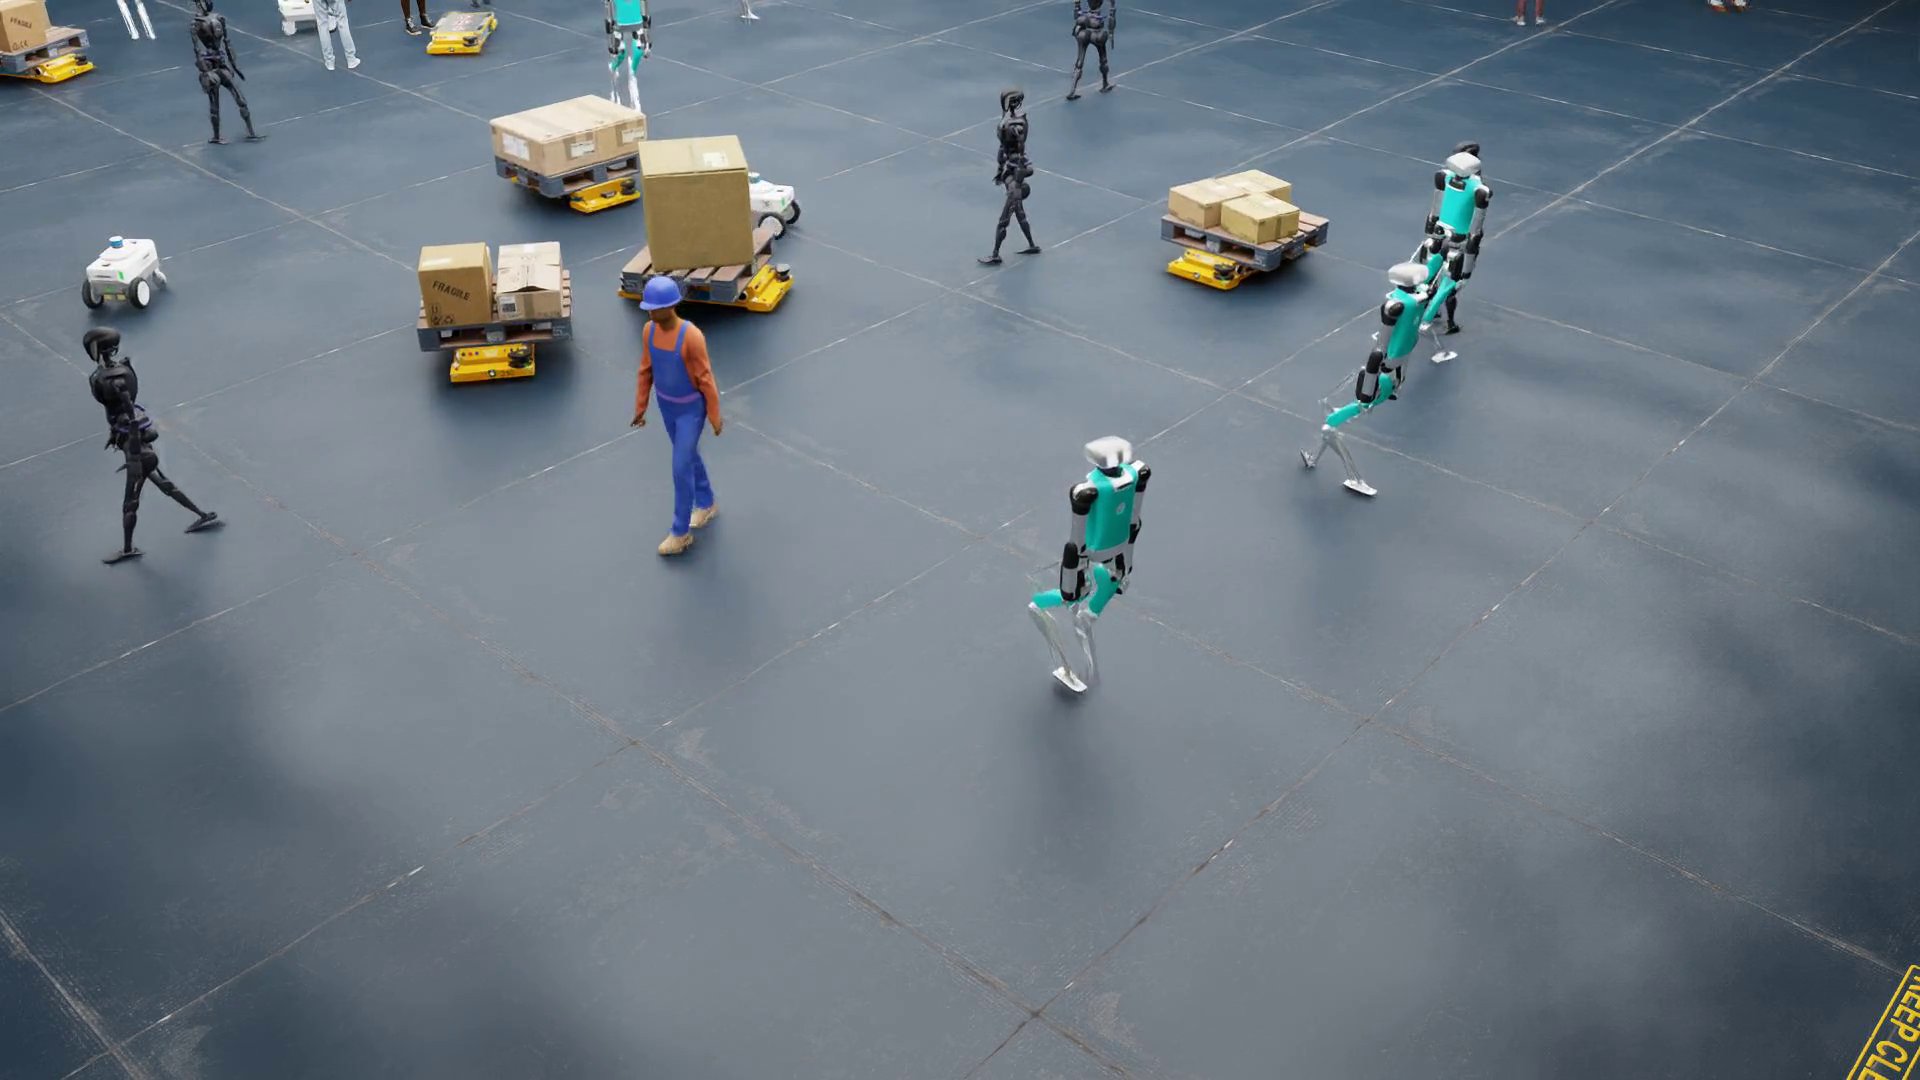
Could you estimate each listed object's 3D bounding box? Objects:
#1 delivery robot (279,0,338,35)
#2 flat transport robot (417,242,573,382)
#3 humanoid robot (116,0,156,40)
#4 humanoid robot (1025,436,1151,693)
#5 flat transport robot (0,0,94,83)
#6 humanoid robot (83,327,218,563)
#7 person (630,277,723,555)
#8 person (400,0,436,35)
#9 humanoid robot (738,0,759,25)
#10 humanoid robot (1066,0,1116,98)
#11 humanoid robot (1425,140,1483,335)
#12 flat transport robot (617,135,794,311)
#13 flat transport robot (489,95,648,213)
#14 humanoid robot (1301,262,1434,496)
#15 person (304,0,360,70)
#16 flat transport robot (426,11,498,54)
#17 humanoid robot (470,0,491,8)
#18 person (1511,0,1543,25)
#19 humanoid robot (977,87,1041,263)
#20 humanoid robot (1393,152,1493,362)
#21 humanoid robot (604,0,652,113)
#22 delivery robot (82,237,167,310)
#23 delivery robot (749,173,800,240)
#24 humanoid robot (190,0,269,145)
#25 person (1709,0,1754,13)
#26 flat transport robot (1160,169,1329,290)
[{"bbox_3d":[-8.735,-7.106,22.313,0.774,0.581,0.499,-11,33,-17],"label":"delivery robot"},{"bbox_3d":[-3.851,-1.733,13.945,0.659,0.231,1.431,-6,32,-10],"label":"flat transport robot"},{"bbox_3d":[-10.931,-7.377,21.694,0.538,1.851,0.666,-17,36,-25],"label":"humanoid robot"},{"bbox_3d":[0.660,0.185,9.557,0.537,1.879,0.730,-23,39,-32],"label":"humanoid robot"},{"bbox_3d":[-11.613,-5.927,20.699,1.431,0.231,0.659,10,33,15],"label":"flat transport robot"},{"bbox_3d":[-5.431,-0.668,10.946,0.789,1.628,0.599,-22,38,-31],"label":"humanoid robot"},{"bbox_3d":[-1.914,-0.829,10.957,0.559,1.879,0.815,20,37,29],"label":"person"},{"bbox_3d":[-7.274,-7.712,21.966,0.368,1.966,0.603,19,37,28],"label":"person"},{"bbox_3d":[-2.892,-7.795,22.416,0.762,1.883,0.541,4,32,7],"label":"humanoid robot"},{"bbox_3d":[1.563,-6.062,19.632,0.611,1.627,0.782,23,38,32],"label":"humanoid robot"},{"bbox_3d":[4.130,-2.507,13.858,0.336,1.655,0.603,-12,34,-18],"label":"humanoid robot"},{"bbox_3d":[-2.277,-2.301,14.860,1.431,0.231,0.659,7,33,11],"label":"flat transport robot"},{"bbox_3d":[-3.968,-3.693,17.100,1.431,0.231,0.659,27,41,37],"label":"flat transport robot"},{"bbox_3d":[2.746,-1.130,11.648,0.874,1.844,0.555,25,40,35],"label":"humanoid robot"},{"bbox_3d":[-7.831,-6.787,20.521,0.589,1.917,0.384,-7,33,-12],"label":"person"},{"bbox_3d":[-6.563,-6.698,21.940,0.659,0.231,1.431,-2,32,-3],"label":"flat transport robot"},{"bbox_3d":[-6.838,-8.292,23.189,0.601,1.643,0.419,-14,34,-21],"label":"humanoid robot"},{"bbox_3d":[7.673,-7.879,22.414,0.580,1.773,0.463,4,32,7],"label":"person"},{"bbox_3d":[0.462,-3.340,15.219,0.688,1.627,0.602,-9,33,-14],"label":"humanoid robot"},{"bbox_3d":[3.721,-2.165,13.261,0.873,1.788,0.549,-18,36,-27],"label":"humanoid robot"},{"bbox_3d":[-3.871,-5.709,18.973,0.532,1.781,0.932,-18,36,-26],"label":"humanoid robot"},{"bbox_3d":[-7.399,-2.374,14.706,0.505,0.595,0.766,1,32,1],"label":"delivery robot"},{"bbox_3d":[-1.958,-3.245,16.125,0.814,0.612,0.499,7,33,11],"label":"delivery robot"},{"bbox_3d":[-8.021,-5.107,18.053,0.654,1.639,0.585,9,33,14],"label":"humanoid robot"},{"bbox_3d":[10.781,-8.134,22.796,0.537,1.803,0.707,-20,37,-29],"label":"person"},{"bbox_3d":[2.616,-2.696,15.496,0.659,0.231,1.431,26,40,35],"label":"flat transport robot"}]
